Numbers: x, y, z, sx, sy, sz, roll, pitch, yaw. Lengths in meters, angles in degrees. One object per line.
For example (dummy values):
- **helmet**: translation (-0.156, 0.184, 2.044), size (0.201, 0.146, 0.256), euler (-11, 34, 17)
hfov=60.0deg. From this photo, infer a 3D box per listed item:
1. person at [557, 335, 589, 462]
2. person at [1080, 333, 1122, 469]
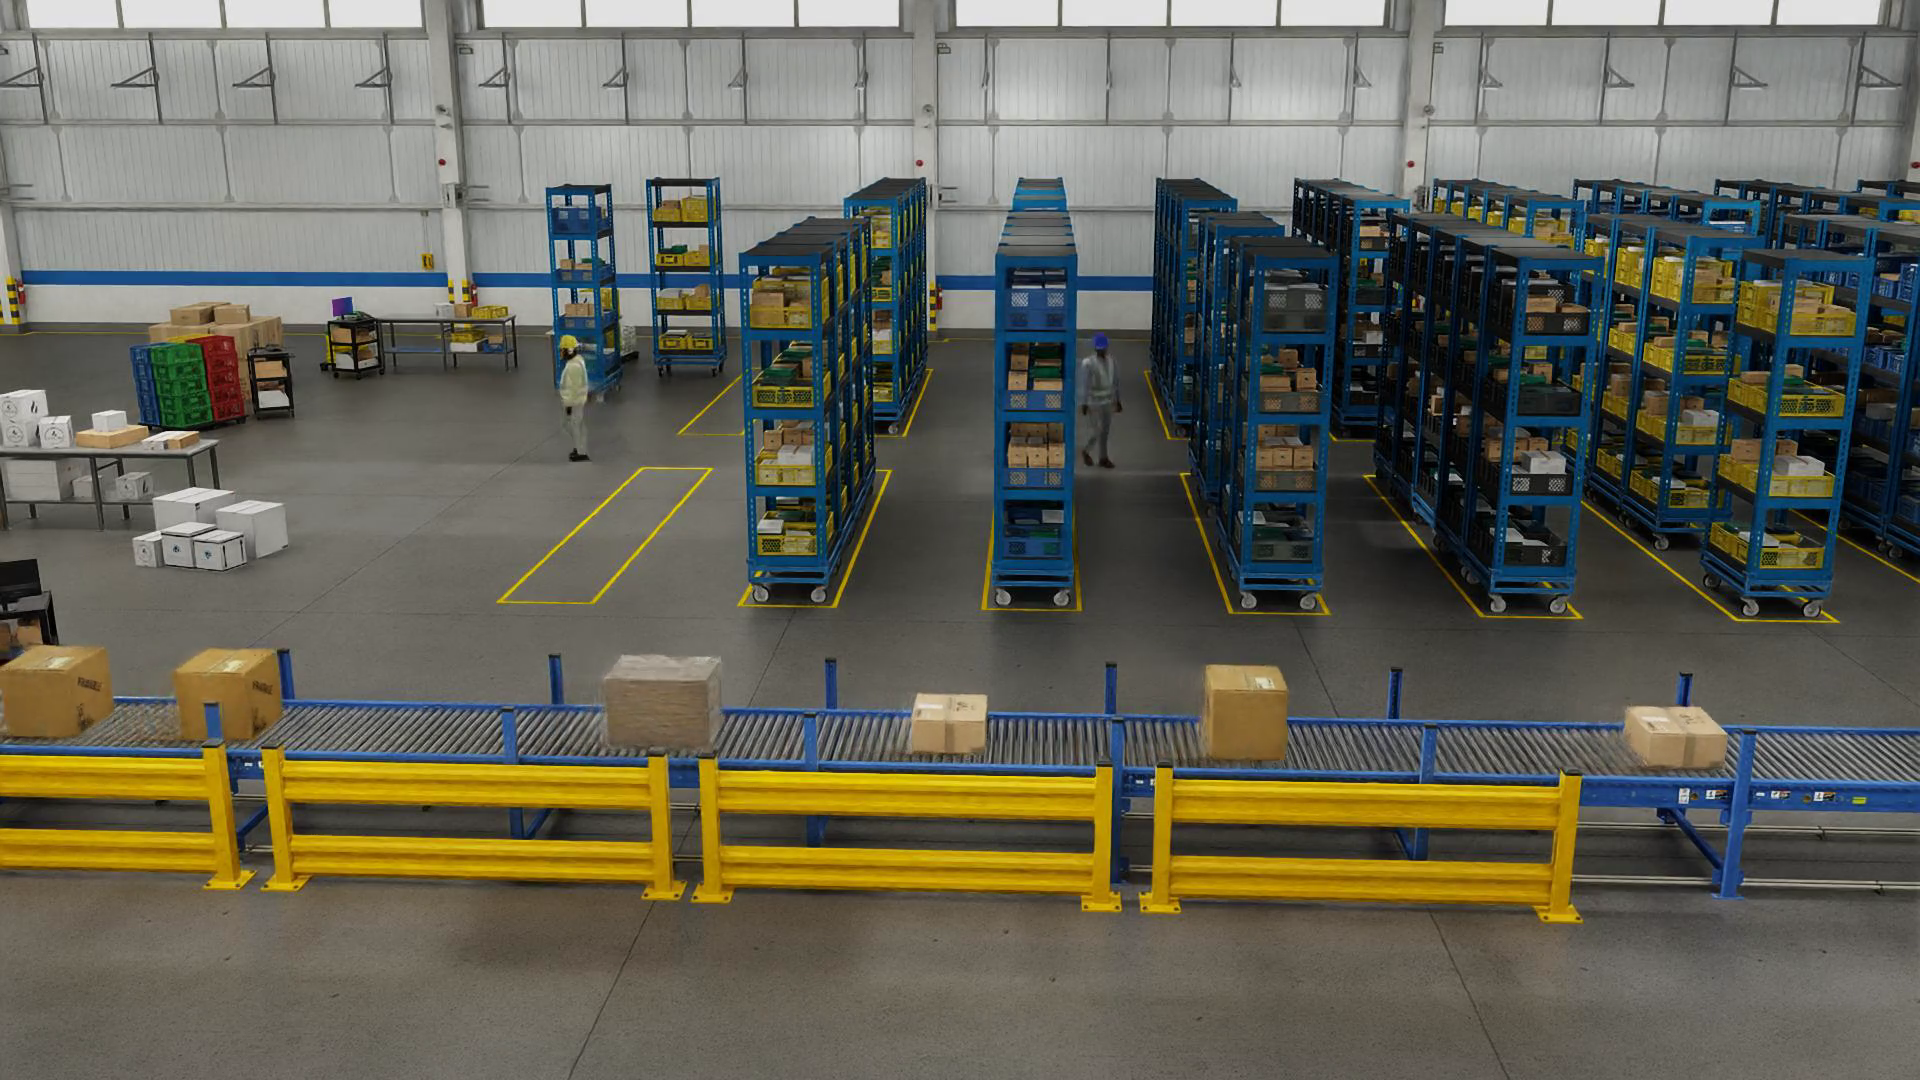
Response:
- **person**: translation (-5.473, -1.992, 23.470), size (0.462, 1.817, 0.605), euler (-3, 15, -9)
- **person**: translation (1.958, -1.923, 23.017), size (0.661, 1.925, 0.423), euler (-14, 20, -41)
